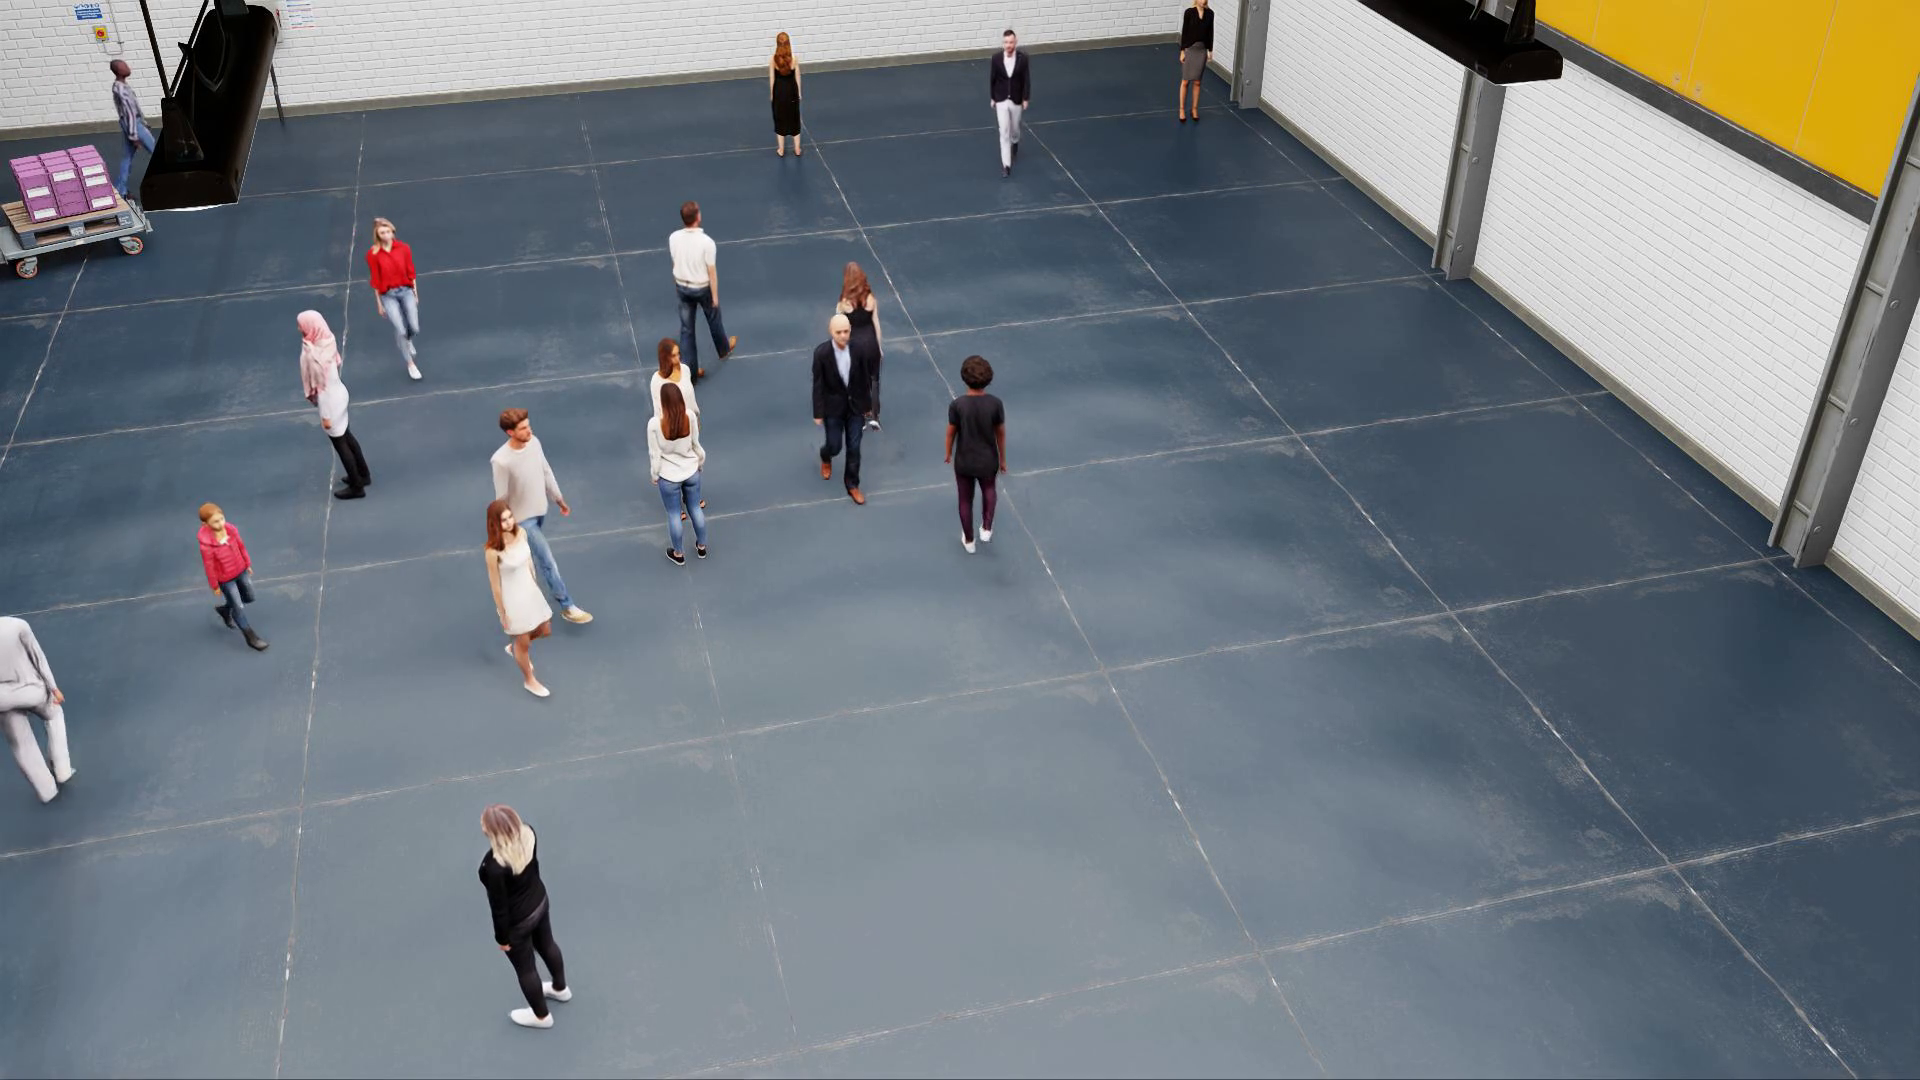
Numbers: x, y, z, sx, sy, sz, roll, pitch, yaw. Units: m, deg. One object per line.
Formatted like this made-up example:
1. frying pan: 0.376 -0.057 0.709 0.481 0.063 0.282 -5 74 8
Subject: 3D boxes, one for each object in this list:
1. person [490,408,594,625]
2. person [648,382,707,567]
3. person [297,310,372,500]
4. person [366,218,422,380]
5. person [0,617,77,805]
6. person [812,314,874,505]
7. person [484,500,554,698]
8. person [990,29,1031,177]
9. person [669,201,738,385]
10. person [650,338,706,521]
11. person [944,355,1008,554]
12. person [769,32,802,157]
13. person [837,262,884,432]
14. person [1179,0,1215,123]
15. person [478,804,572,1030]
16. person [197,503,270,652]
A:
1. person: -3.508 -0.225 13.180 1.228 1.847 1.251 13 36 19
2. person: -2.334 -0.558 13.823 0.661 1.689 0.617 -16 37 -23
3. person: -5.532 -1.205 14.696 0.722 1.800 0.571 -2 34 -3
4. person: -5.661 -2.444 16.658 0.747 1.692 0.861 -19 38 -26
5. person: -6.414 1.092 11.311 0.718 1.722 0.695 -15 36 -21
6. person: -1.056 -1.208 14.712 0.752 1.787 0.918 -13 36 -19
7. person: -3.345 0.406 12.362 0.853 1.701 0.784 21 39 29
8. person: 0.637 -5.656 21.374 0.882 1.820 1.141 2 34 3
9. person: -2.680 -2.413 16.495 1.076 1.821 1.233 10 35 15
10. person: -2.475 -0.991 14.482 0.728 1.681 0.695 23 40 30
11. person: 0.144 -0.656 13.905 0.694 1.762 0.640 -5 34 -8
12. person: -2.297 -5.853 21.848 0.550 1.623 0.551 -8 34 -12
13. person: -0.918 -1.751 15.576 0.600 1.735 0.815 -9 35 -13
14. person: 3.225 -6.669 22.879 0.628 1.841 0.574 -4 34 -7
15. person: -2.533 2.185 9.702 0.758 1.682 0.655 11 35 15
16. person: -5.715 0.258 12.940 0.829 1.307 0.782 16 37 23
